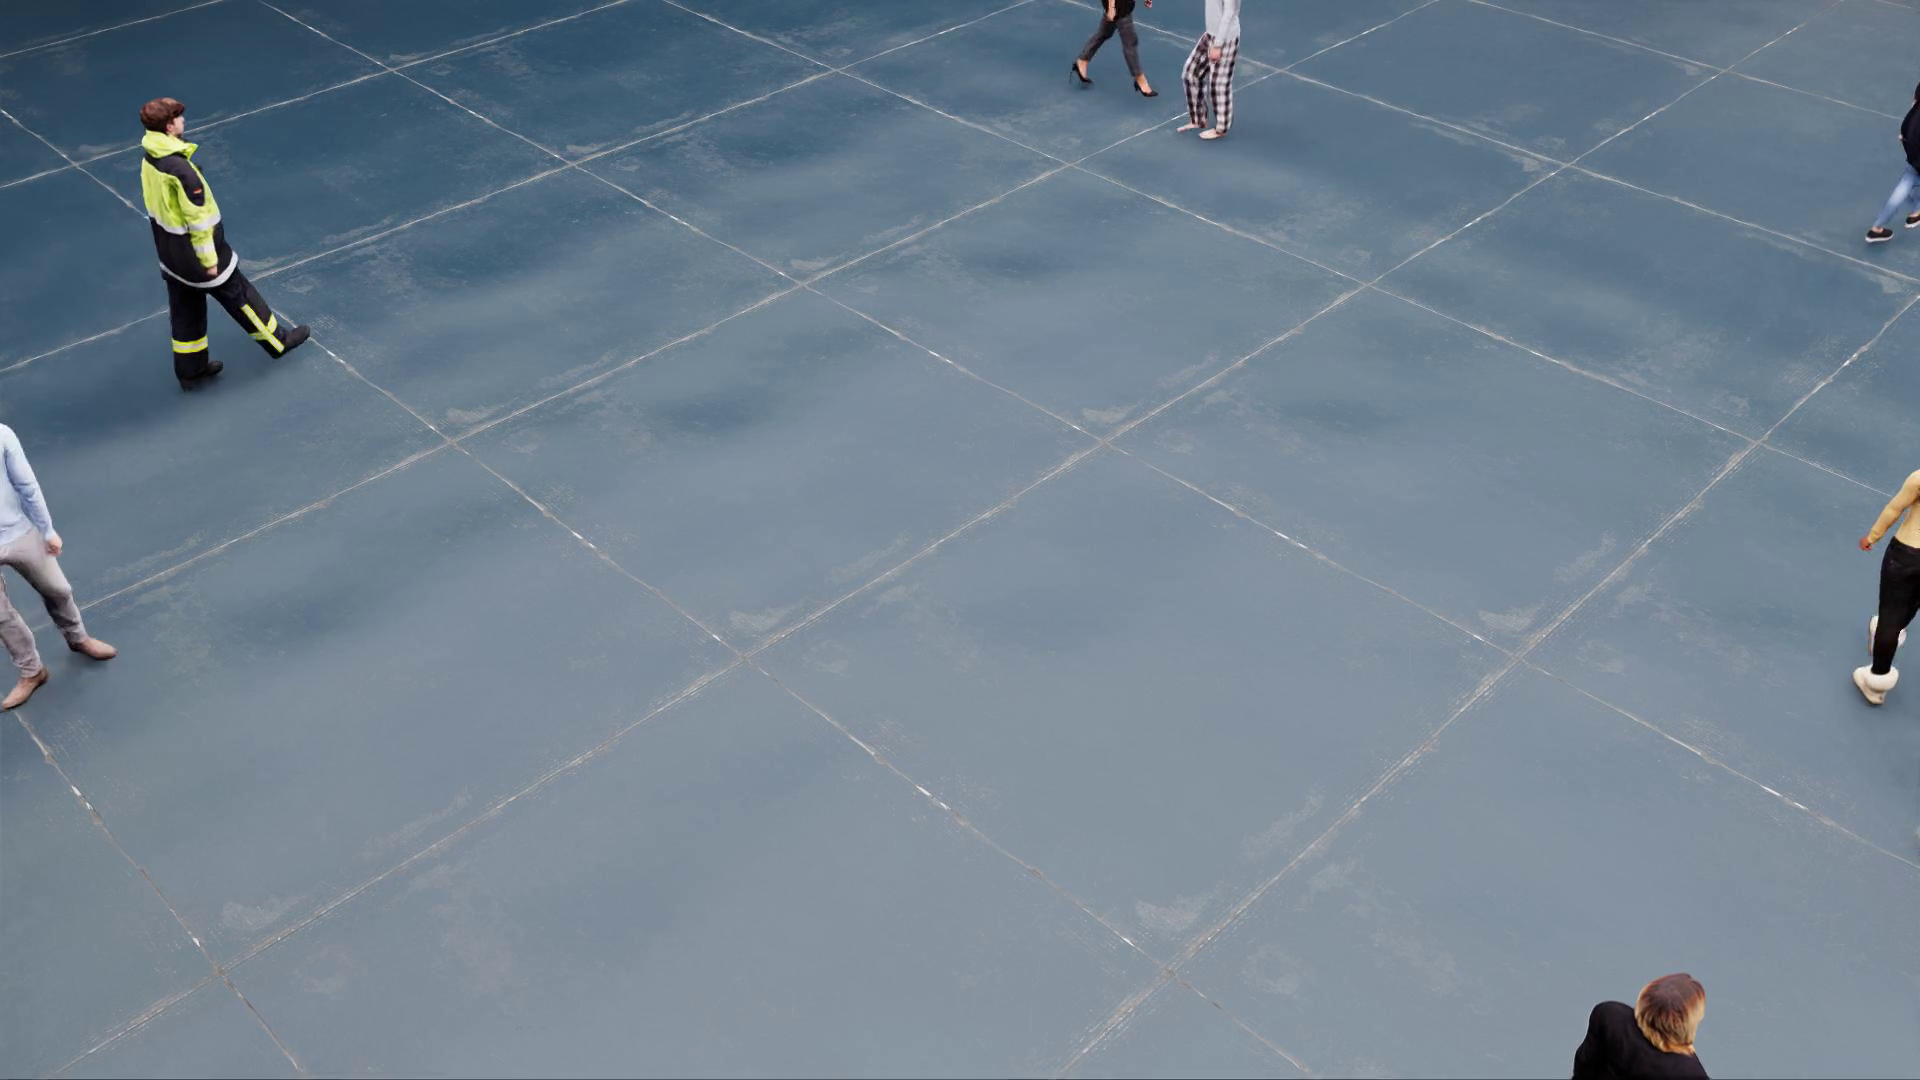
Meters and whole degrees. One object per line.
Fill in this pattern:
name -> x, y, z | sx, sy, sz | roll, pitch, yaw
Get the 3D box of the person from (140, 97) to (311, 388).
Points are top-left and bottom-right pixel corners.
person -> -5.088, -1.877, 10.838 | 0.819, 1.933, 1.141 | 28, 45, 31

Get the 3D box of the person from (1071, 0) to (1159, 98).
person -> 1.351, -4.838, 14.951 | 0.984, 1.669, 1.138 | 16, 40, 20

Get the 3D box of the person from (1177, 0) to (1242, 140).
person -> 2.282, -4.292, 14.093 | 0.863, 1.838, 0.818 | -7, 38, -9

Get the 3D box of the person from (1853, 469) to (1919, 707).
person -> 4.877, 0.145, 8.421 | 0.904, 1.640, 1.030 | 6, 38, 8

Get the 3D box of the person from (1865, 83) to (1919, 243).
person -> 7.231, -2.990, 12.534 | 1.023, 1.652, 0.833 | -15, 40, -19

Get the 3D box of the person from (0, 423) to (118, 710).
person -> -4.916, 0.018, 8.404 | 0.668, 1.861, 0.882 | -10, 38, -13

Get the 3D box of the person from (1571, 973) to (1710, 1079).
person -> 2.305, 2.085, 5.843 | 0.557, 1.671, 0.618 | -26, 45, -30
